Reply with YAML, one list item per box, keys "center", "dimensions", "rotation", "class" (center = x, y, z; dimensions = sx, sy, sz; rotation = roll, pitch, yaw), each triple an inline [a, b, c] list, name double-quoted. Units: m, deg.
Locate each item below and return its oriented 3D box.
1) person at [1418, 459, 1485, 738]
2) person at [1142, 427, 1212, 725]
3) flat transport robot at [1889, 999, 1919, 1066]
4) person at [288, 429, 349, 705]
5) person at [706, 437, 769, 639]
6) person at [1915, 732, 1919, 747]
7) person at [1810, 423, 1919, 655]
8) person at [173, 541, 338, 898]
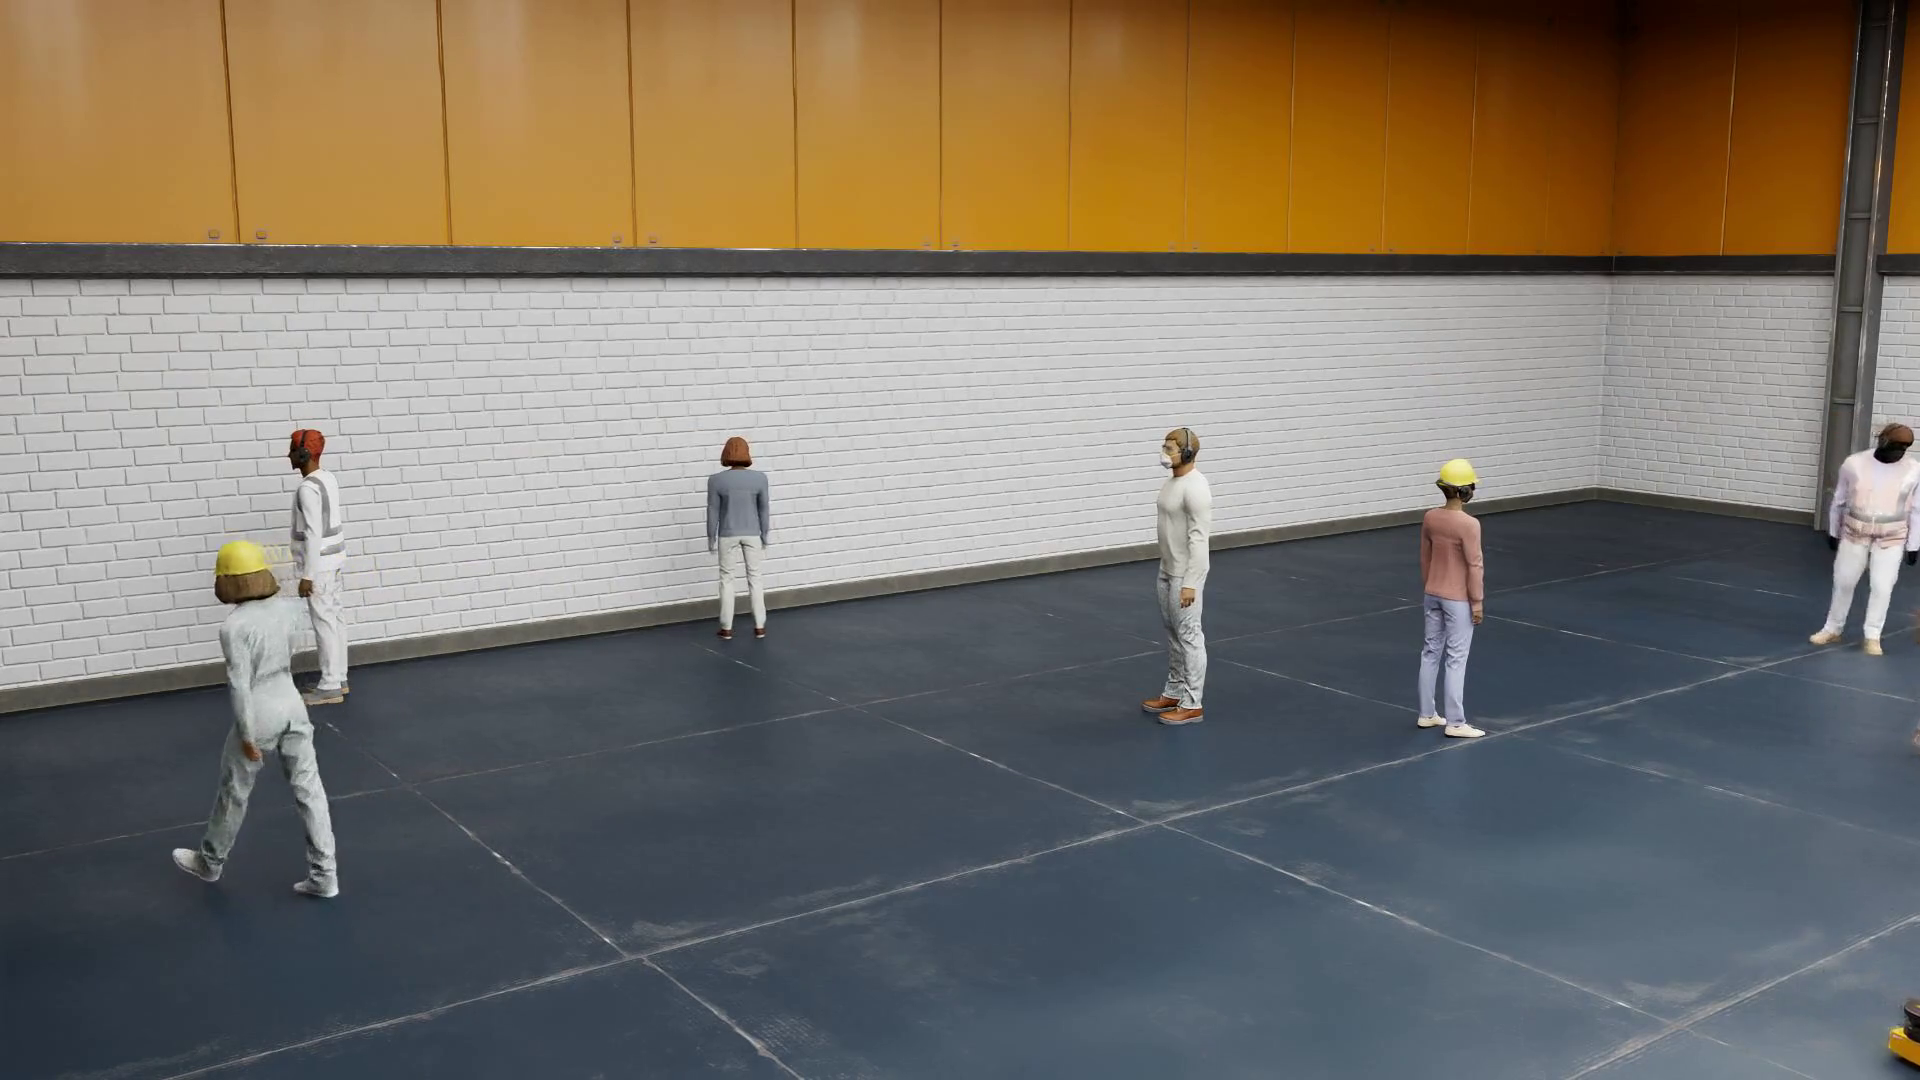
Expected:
- center: [3.126, 0.368, 10.554]
  dimensions: [0.303, 1.772, 0.522]
  rotation: [-4, 10, -24]
  class: "person"
- center: [1.438, 0.230, 10.881]
  dimensions: [0.372, 1.940, 0.629]
  rotation: [-2, 9, -11]
  class: "person"
- center: [4.058, 1.902, 5.696]
  dimensions: [0.652, 0.197, 1.431]
  rotation: [-4, 10, -23]
  class: "flat transport robot"
- center: [-4.386, 0.181, 11.354]
  dimensions: [0.356, 1.883, 0.573]
  rotation: [-1, 9, -6]
  class: "person"
- center: [-1.784, -0.015, 13.356]
  dimensions: [0.504, 1.629, 0.279]
  rotation: [-2, 10, -15]
  class: "person"
- center: [5.821, 0.454, 9.503]
  dimensions: [0.622, 1.955, 1.025]
  rotation: [-1, 9, -8]
  class: "person"
- center: [7.021, -0.007, 12.765]
  dimensions: [0.679, 1.803, 0.465]
  rotation: [6, 11, 35]
  class: "person"
- center: [-3.338, 0.843, 7.855]
  dimensions: [0.910, 1.689, 0.487]
  rotation: [4, 10, 23]
  class: "person"
